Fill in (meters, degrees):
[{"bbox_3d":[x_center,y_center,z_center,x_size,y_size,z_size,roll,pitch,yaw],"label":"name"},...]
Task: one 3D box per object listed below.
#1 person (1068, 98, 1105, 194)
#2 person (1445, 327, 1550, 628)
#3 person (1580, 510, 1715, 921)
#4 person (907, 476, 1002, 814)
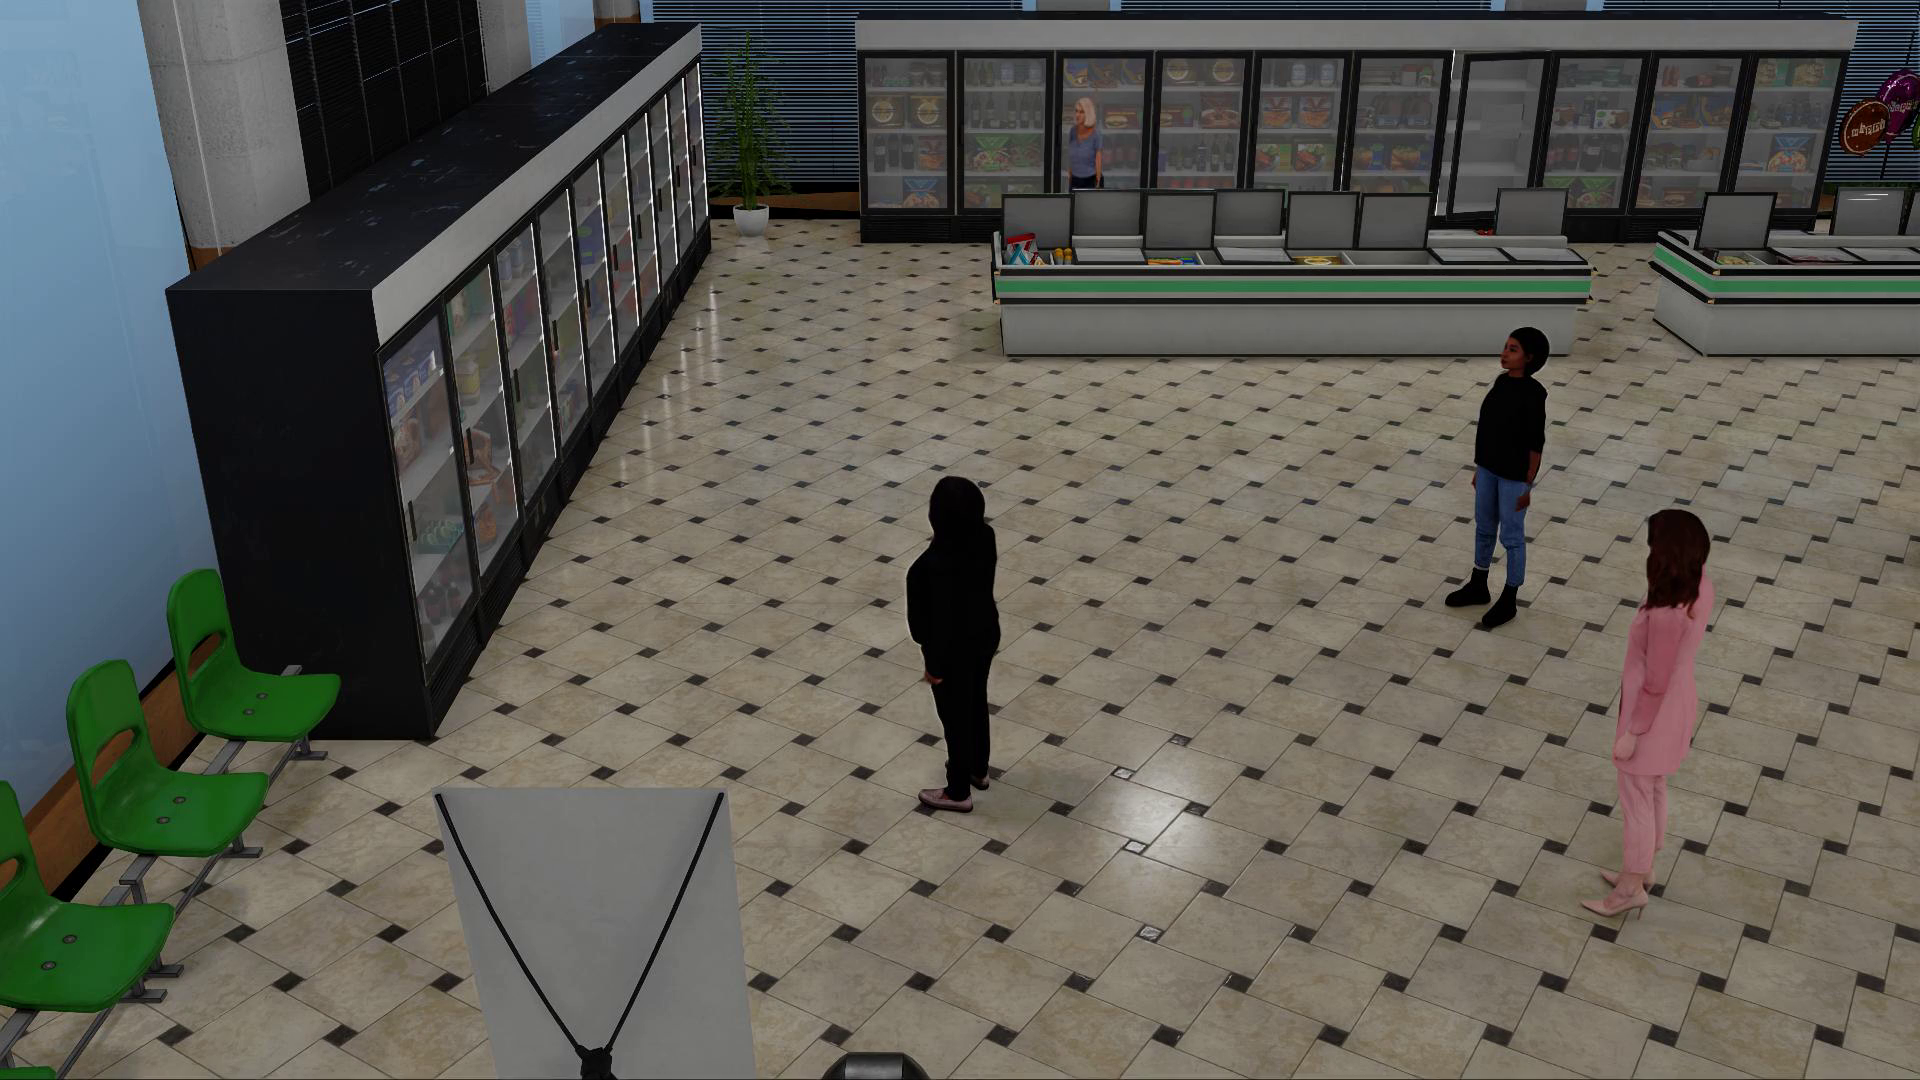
[{"bbox_3d":[1.315,-3.548,16.550,0.949,1.701,0.895,-21,31,-39],"label":"person"},{"bbox_3d":[3.043,-0.361,9.268,0.662,1.702,0.650,-11,26,-23],"label":"person"},{"bbox_3d":[2.798,0.716,6.681,0.727,1.802,0.689,18,30,36],"label":"person"},{"bbox_3d":[0.004,0.461,7.497,0.763,1.615,0.742,11,26,24],"label":"person"}]
